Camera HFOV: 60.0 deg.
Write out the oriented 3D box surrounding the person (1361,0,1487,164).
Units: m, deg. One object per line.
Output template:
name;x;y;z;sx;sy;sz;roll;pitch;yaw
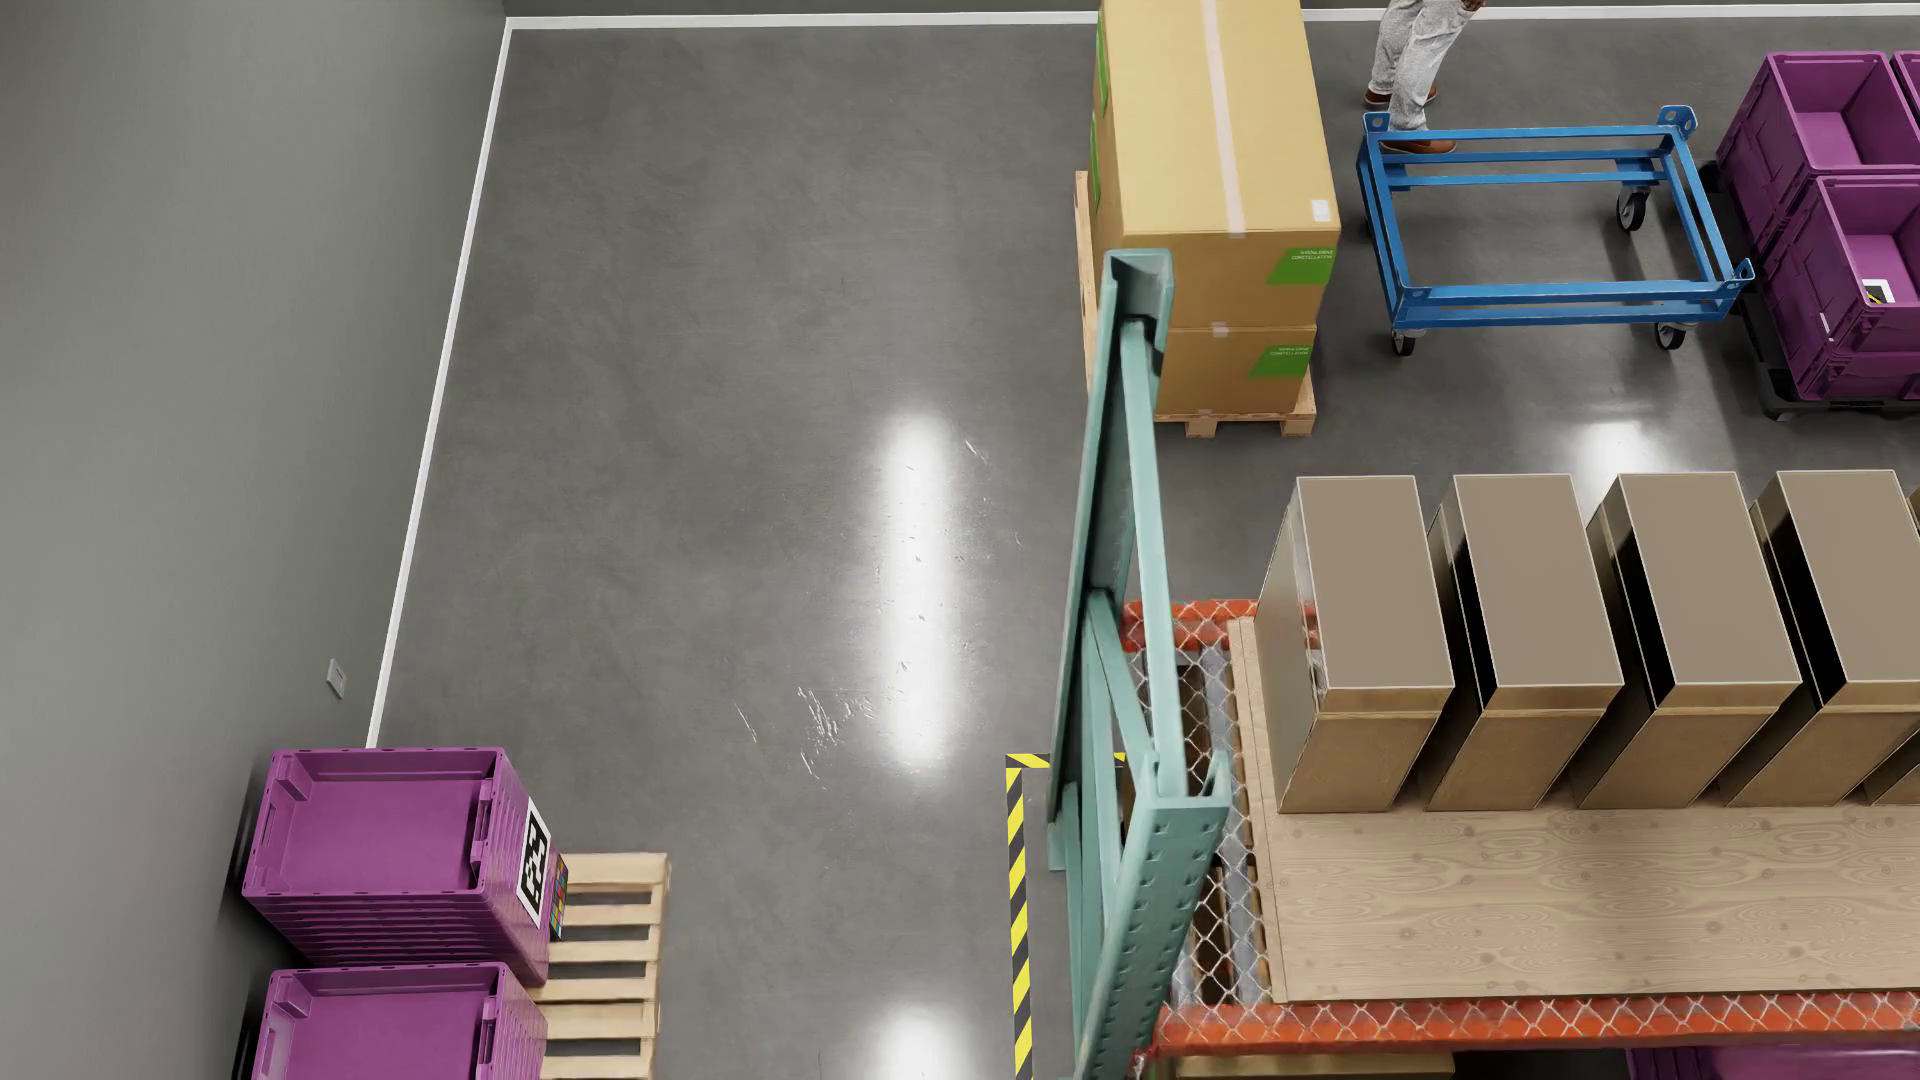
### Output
person;1.835;-2.244;6.078;0.355;1.937;0.635;-3;58;-2
